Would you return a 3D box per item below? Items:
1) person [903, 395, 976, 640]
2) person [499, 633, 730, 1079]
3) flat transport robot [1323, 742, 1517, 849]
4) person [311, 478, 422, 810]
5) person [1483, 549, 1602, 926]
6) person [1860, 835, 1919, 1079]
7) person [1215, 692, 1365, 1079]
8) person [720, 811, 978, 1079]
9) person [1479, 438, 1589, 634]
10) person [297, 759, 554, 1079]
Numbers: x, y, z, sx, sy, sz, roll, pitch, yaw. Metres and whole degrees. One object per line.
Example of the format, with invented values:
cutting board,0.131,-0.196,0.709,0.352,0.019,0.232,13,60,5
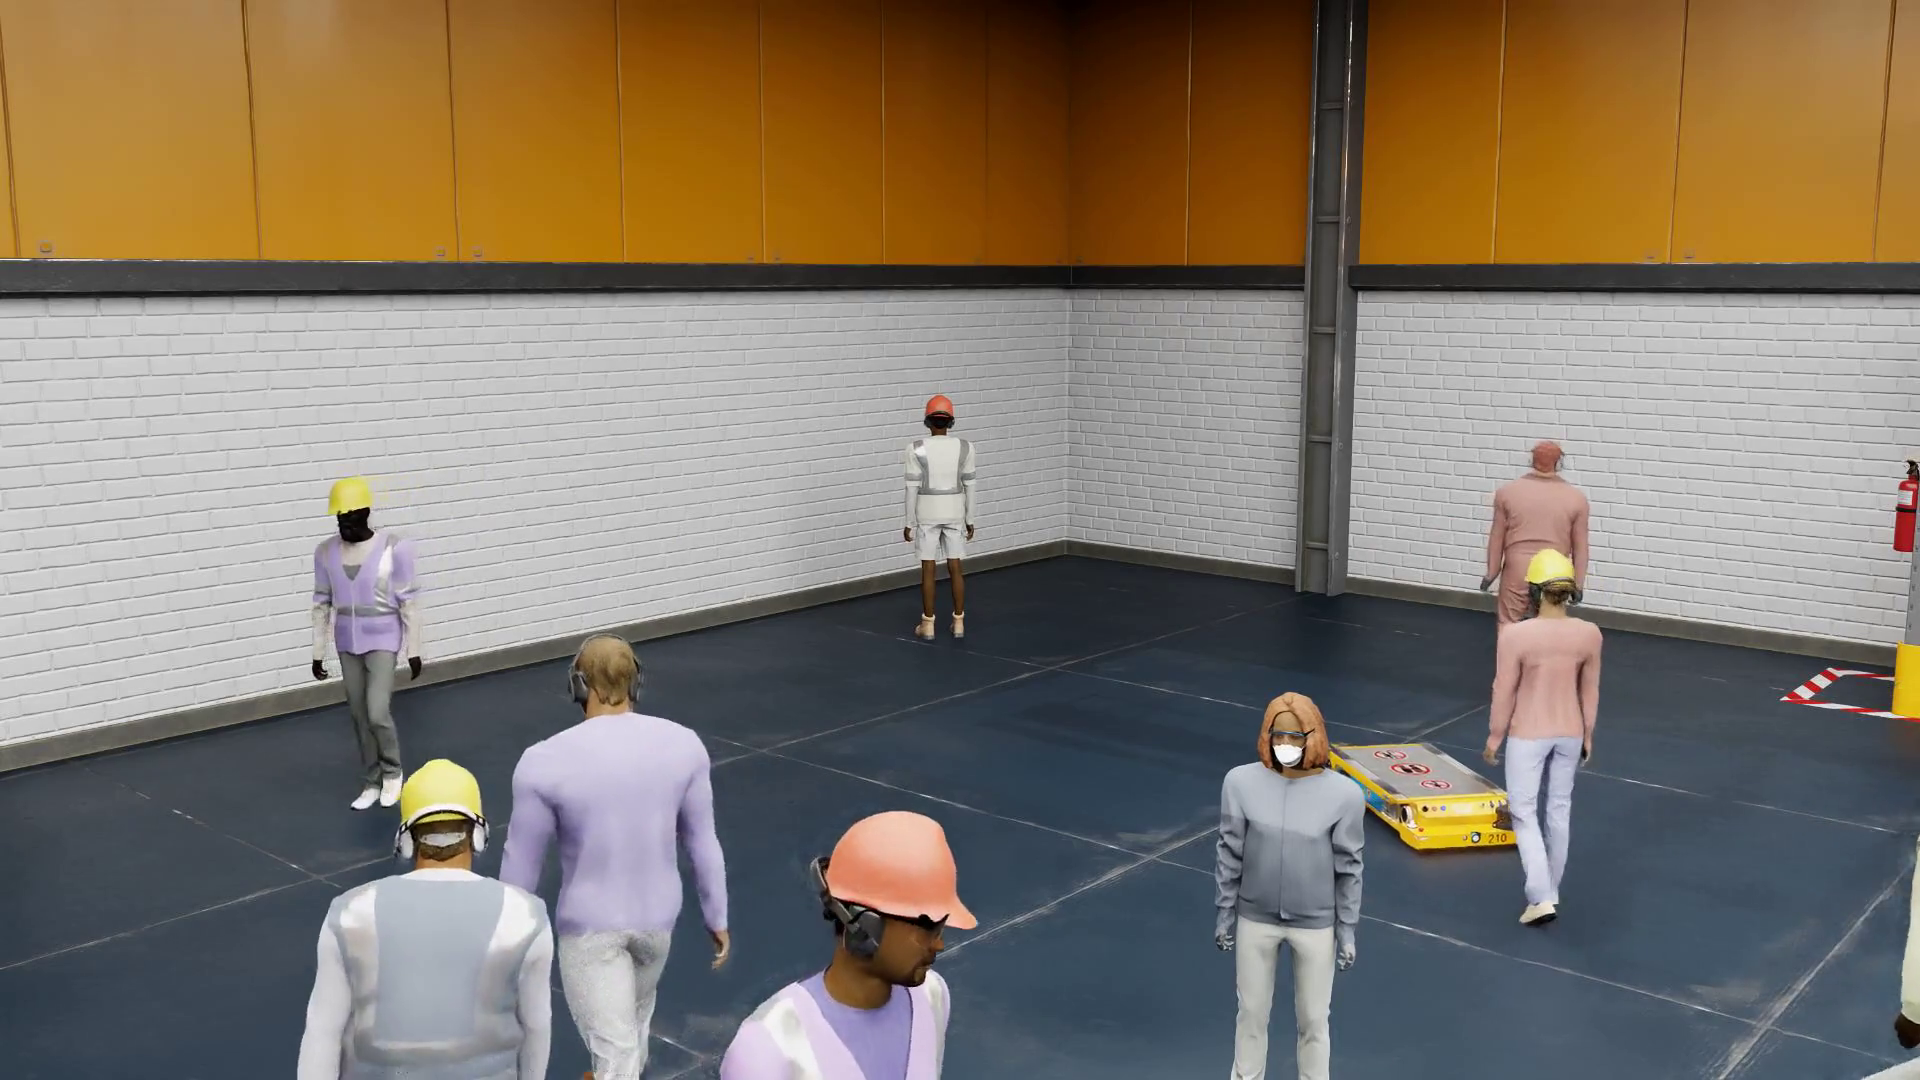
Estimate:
person,-0.179,-0.190,13.904,0.616,2.041,0.382,-3,9,-16
person,-1.144,1.246,5.429,0.698,1.872,1.047,-6,11,-32
flat transport robot,2.589,1.409,9.408,0.652,0.197,1.431,-2,9,-9
person,-3.365,0.595,9.394,0.616,1.908,0.447,2,9,11
person,2.761,0.933,7.843,0.533,1.792,0.472,-2,9,-10
person,3.054,1.330,5.140,0.594,1.799,0.799,-8,12,-43
person,1.120,1.320,5.705,0.500,1.633,0.281,3,9,18
person,-0.282,1.510,3.436,0.640,1.985,1.075,-8,12,-41
person,4.030,0.237,11.693,0.710,1.913,0.449,3,10,19
person,-1.396,1.466,4.405,0.655,1.754,0.931,-2,9,-10
